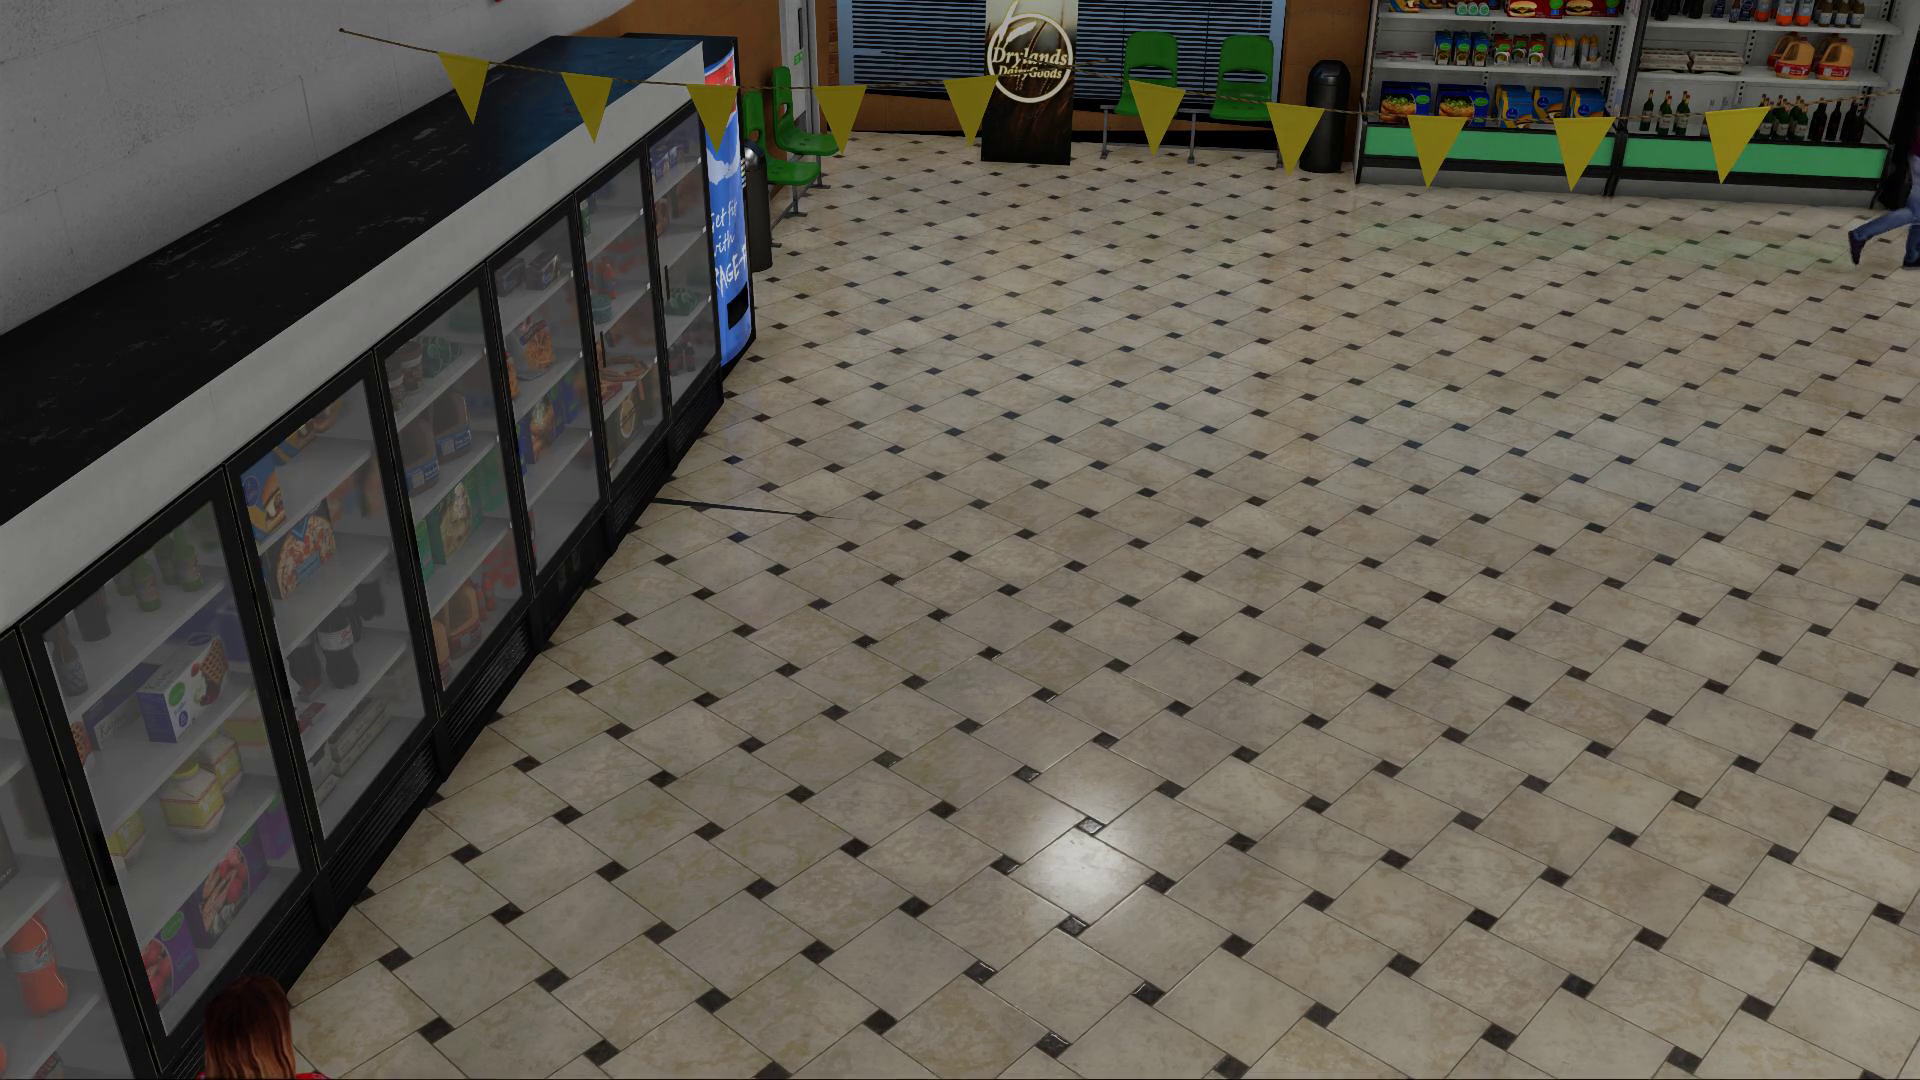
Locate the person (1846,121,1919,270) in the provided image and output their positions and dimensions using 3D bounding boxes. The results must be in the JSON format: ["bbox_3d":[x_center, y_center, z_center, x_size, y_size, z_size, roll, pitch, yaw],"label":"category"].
[{"bbox_3d":[7.261,-2.912,12.589,1.022,1.833,0.711,7,29,12],"label":"person"}]

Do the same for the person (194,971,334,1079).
[{"bbox_3d":[-1.704,1.757,4.288,0.485,1.593,0.632,3,29,6],"label":"person"}]
